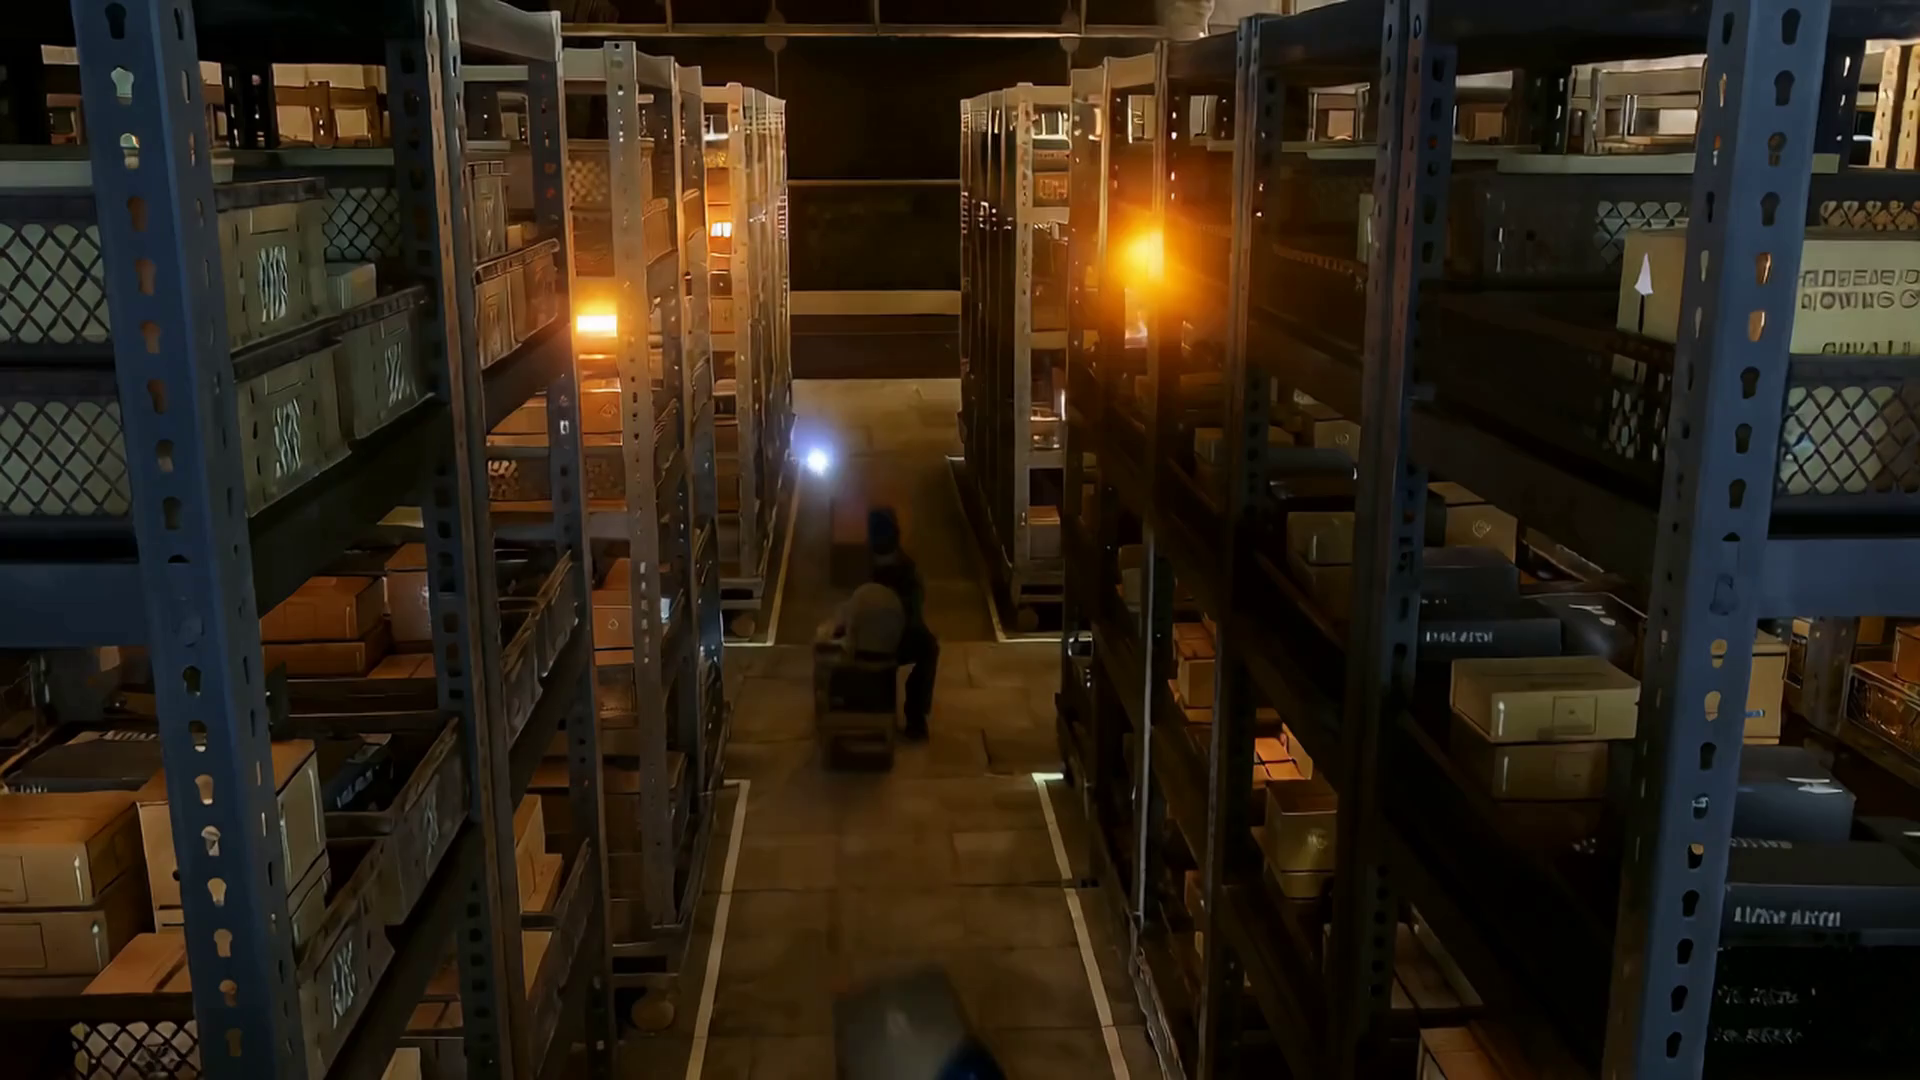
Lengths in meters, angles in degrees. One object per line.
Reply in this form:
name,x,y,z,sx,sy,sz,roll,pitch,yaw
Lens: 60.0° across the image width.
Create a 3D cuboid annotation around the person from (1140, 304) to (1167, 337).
person,1.774,-1.236,15.053,0.582,1.801,0.965,-3,14,-13
